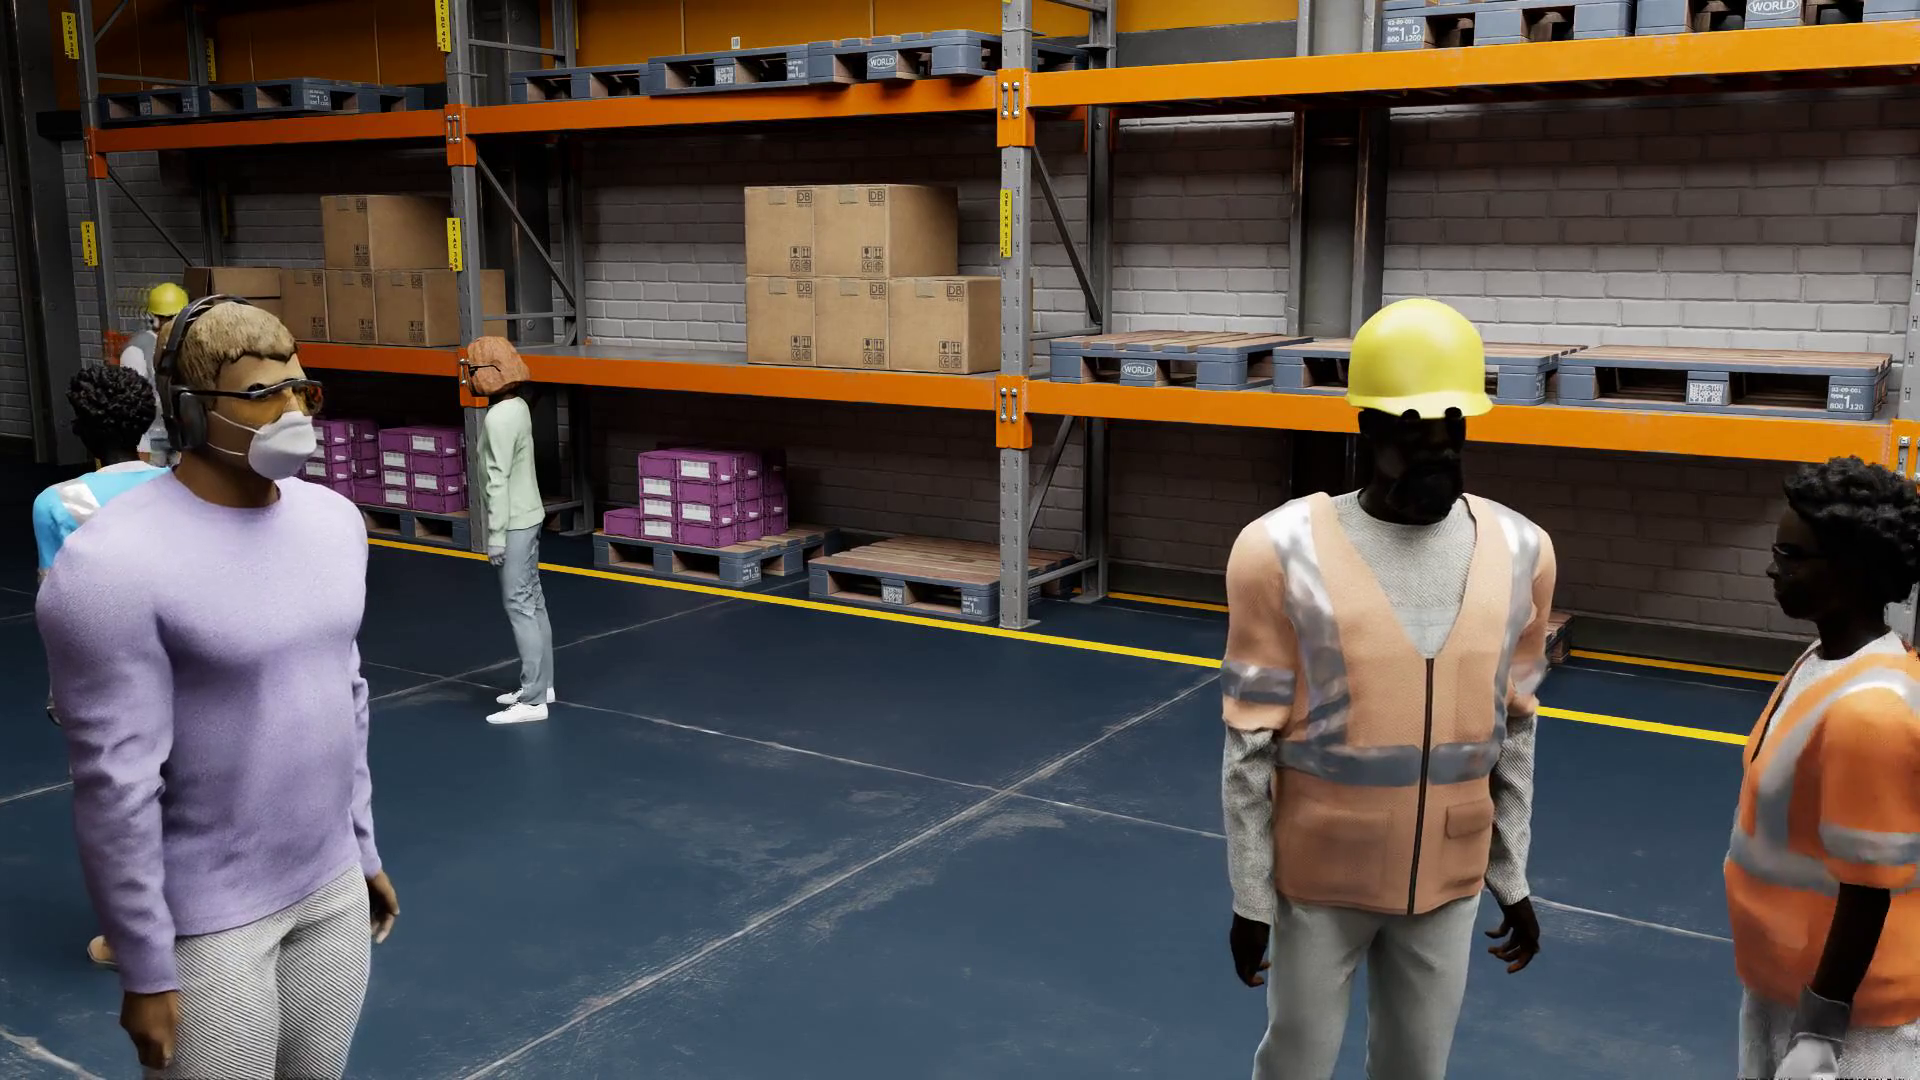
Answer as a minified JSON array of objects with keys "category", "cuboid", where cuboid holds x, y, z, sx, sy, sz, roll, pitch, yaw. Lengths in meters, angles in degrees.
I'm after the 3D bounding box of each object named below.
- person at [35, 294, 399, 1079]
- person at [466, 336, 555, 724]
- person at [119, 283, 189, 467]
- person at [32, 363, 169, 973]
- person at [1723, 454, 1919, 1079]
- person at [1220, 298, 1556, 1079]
[{"category":"person","cuboid":[-1.134,0.582,2.687,0.379,1.940,0.629,3,11,16]},{"category":"person","cuboid":[-1.907,-0.044,7.038,0.288,1.626,0.497,-1,10,-6]},{"category":"person","cuboid":[-4.747,-0.631,9.880,0.941,1.781,0.635,3,11,18]},{"category":"person","cuboid":[-2.289,0.355,4.647,0.323,1.685,0.530,5,12,27]},{"category":"person","cuboid":[1.428,0.703,2.728,0.367,1.699,0.549,4,11,19]},{"category":"person","cuboid":[0.731,0.558,2.850,0.588,1.928,0.383,-2,10,-11]}]
